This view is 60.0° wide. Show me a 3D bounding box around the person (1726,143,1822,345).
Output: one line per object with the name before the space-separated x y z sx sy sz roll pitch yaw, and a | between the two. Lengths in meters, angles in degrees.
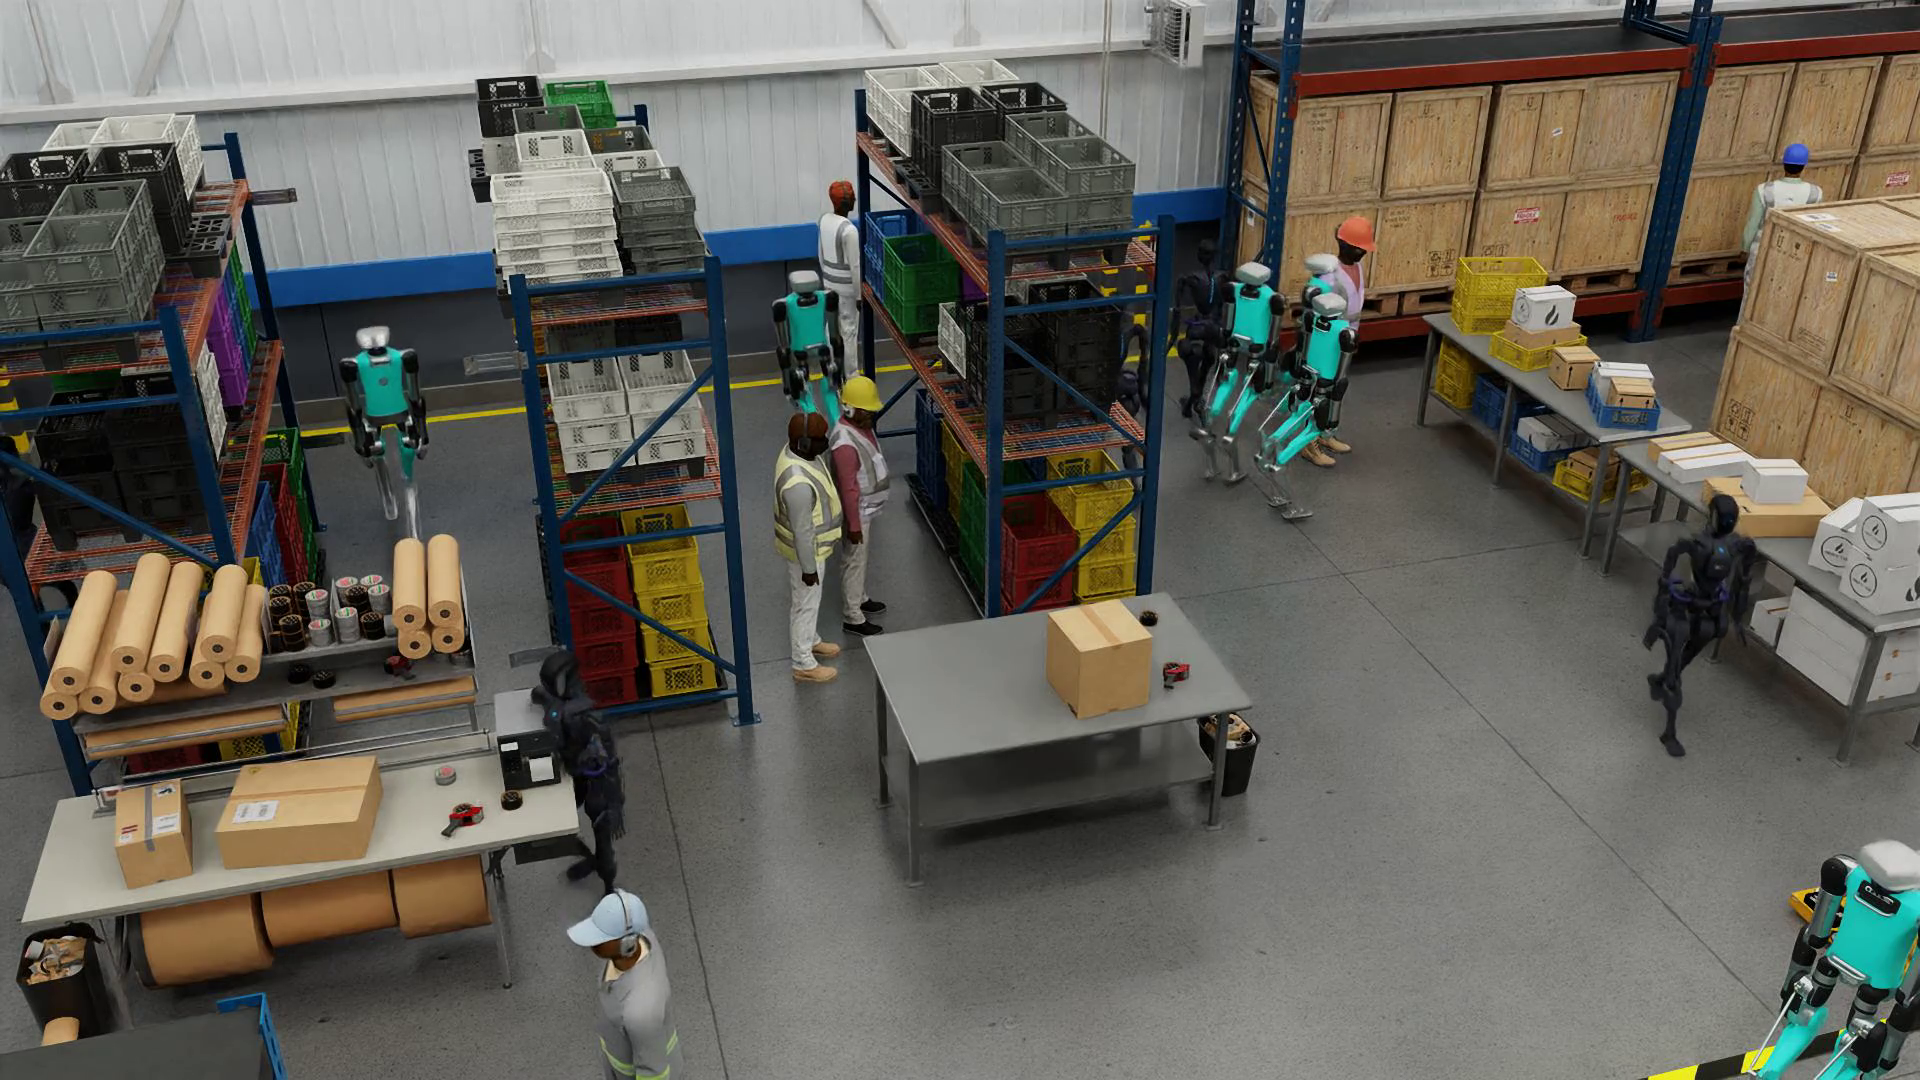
person | 7.482 -2.669 15.277 0.614 1.943 0.392 5 29 9

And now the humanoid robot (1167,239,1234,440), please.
humanoid robot | 1.991 -1.677 13.799 0.608 1.623 0.781 -8 30 -14

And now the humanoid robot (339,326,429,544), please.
humanoid robot | -4.198 -0.825 12.177 0.530 1.775 1.000 -13 31 -22

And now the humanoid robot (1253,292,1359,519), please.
humanoid robot | 2.477 -0.963 12.288 0.745 1.692 0.531 -13 31 -23

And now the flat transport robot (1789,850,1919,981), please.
flat transport robot | 5.163 1.916 8.676 1.431 0.231 0.659 -8 30 -14

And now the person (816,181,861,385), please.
person | -1.006 -2.194 14.478 0.351 1.882 0.574 -19 34 -31

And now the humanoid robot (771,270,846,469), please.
humanoid robot | -1.022 -1.090 12.651 0.557 1.791 0.914 -12 31 -21

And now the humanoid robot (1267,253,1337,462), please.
humanoid robot | 2.653 -1.422 13.302 0.699 1.862 0.552 18 33 29

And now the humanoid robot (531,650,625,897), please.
humanoid robot | -1.908 1.216 8.493 0.593 1.645 0.435 16 33 26

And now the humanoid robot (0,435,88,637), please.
humanoid robot | -5.862 0.093 10.546 0.609 1.644 0.611 -6 29 -10

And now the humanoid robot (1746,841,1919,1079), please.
humanoid robot | 3.504 2.017 6.828 0.735 1.677 0.533 -16 33 -27

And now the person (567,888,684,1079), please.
person | -1.292 2.132 6.639 0.371 1.852 0.588 -9 30 -16

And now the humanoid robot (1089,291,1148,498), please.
humanoid robot | 1.191 -1.116 12.782 0.613 1.640 0.767 -9 30 -17

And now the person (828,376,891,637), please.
person | -0.658 -0.233 10.967 0.404 1.823 0.598 2 29 3

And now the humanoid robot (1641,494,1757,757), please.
humanoid robot | 4.419 0.433 9.985 0.600 1.621 0.844 0 29 0

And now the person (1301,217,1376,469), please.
person | 3.012 -1.576 13.196 0.384 2.037 0.604 20 35 32

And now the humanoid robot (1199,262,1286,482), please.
humanoid robot | 2.101 -1.212 12.842 0.535 1.793 0.679 22 35 34

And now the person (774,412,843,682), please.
person | -0.944 0.034 10.481 0.431 1.836 0.617 -2 29 -4
